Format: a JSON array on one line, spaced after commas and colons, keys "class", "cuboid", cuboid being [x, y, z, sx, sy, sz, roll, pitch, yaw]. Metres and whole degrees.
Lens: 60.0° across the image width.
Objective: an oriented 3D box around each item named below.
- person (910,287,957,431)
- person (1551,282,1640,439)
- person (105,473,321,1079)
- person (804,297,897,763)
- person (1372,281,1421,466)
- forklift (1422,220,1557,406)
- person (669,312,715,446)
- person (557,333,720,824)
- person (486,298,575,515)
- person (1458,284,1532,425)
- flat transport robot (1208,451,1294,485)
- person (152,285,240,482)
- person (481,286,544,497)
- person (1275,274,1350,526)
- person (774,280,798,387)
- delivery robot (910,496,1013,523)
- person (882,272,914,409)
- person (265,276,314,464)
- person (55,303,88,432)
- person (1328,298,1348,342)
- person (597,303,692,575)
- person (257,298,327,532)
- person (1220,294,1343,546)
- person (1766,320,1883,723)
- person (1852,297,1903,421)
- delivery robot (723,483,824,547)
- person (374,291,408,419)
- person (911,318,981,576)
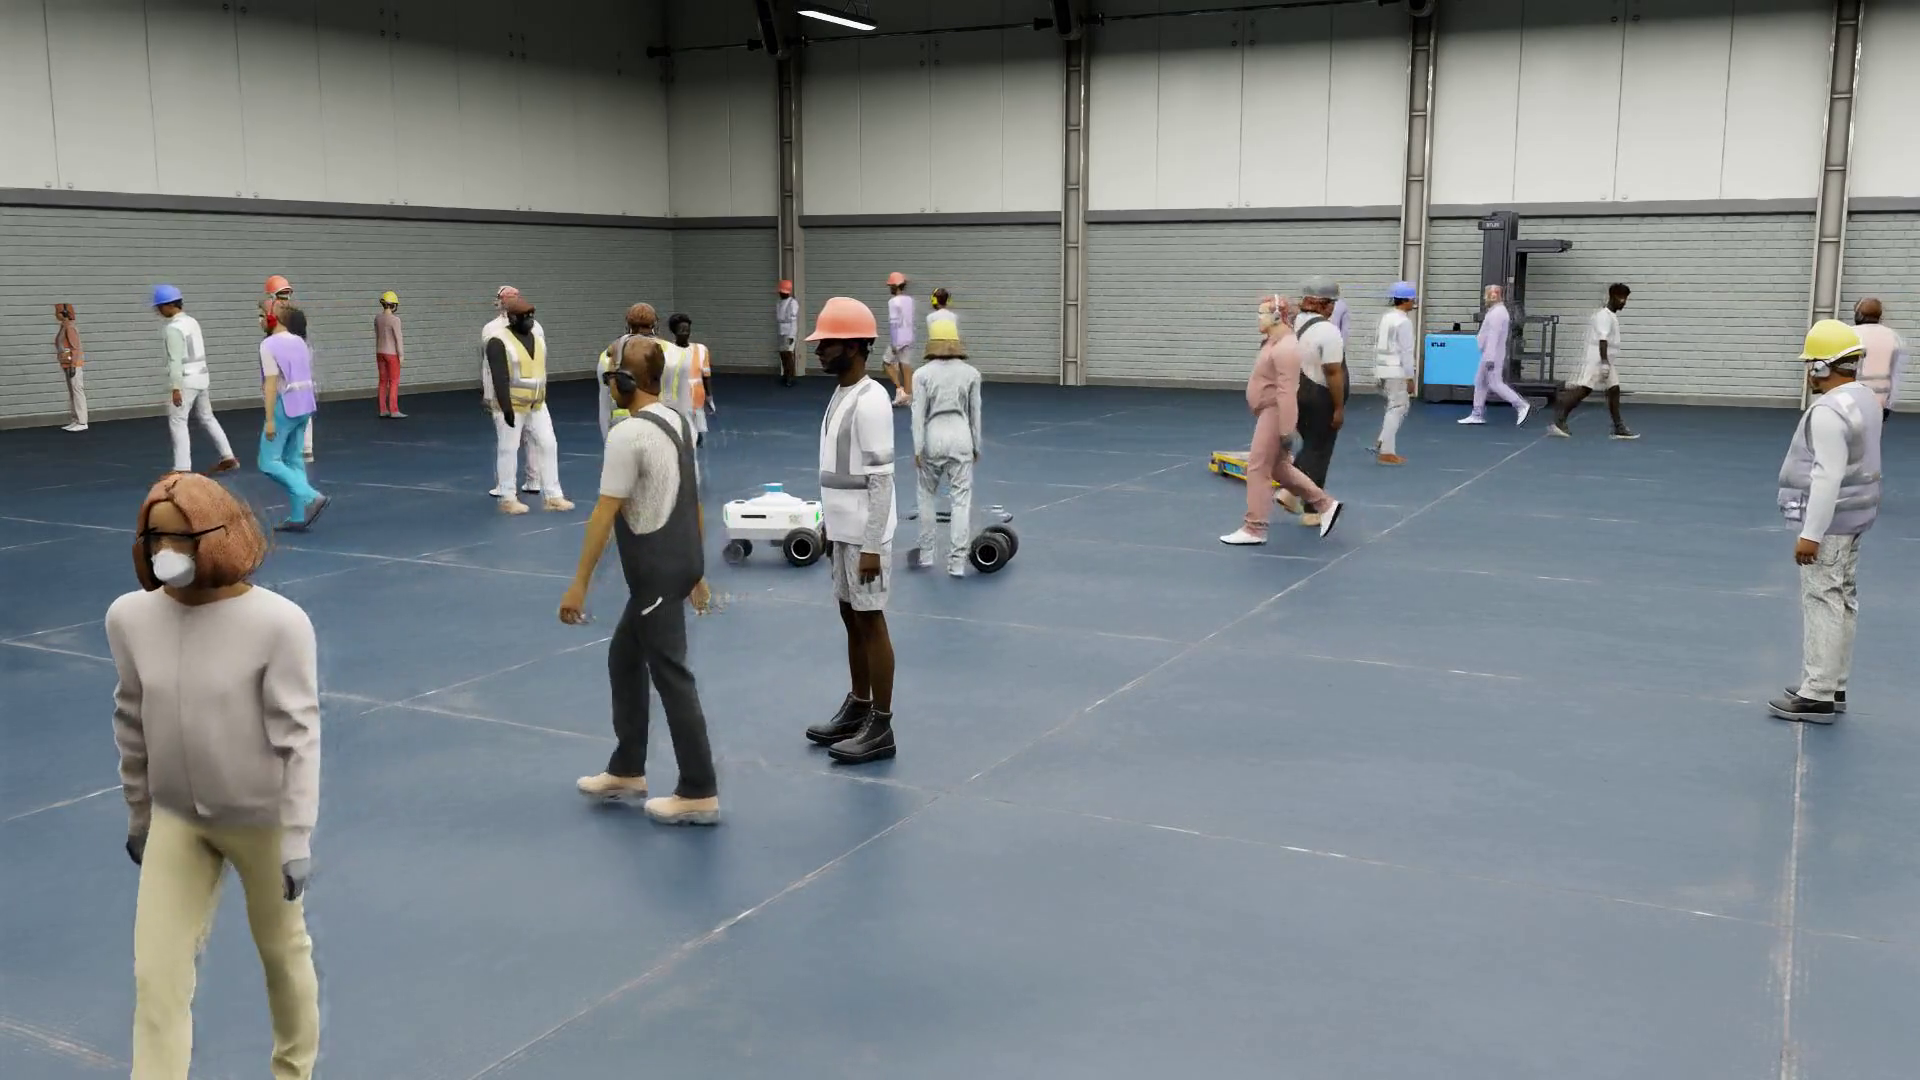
[{"class": "person", "cuboid": [-0.309, -2.234, 20.841, 0.527, 1.830, 0.885, -8, 12, -39]}, {"class": "person", "cuboid": [7.831, -2.207, 20.456, 1.018, 1.914, 0.646, 6, 11, 31]}, {"class": "person", "cuboid": [-1.673, 0.663, 3.643, 0.527, 1.597, 0.777, 1, 9, 6]}, {"class": "person", "cuboid": [-0.457, -0.044, 7.003, 0.373, 1.939, 0.545, -3, 10, -19]}, {"class": "person", "cuboid": [4.618, -1.750, 17.540, 0.439, 1.929, 0.639, -1, 9, -5]}, {"class": "forklift", "cuboid": [8.245, -3.527, 25.720, 1.873, 2.768, 1.129, 5, 10, 27]}, {"class": "person", "cuboid": [-2.578, -1.274, 15.413, 0.537, 1.671, 0.722, -7, 12, -37]}, {"class": "person", "cuboid": [-1.235, 0.150, 6.203, 0.774, 1.813, 0.538, 2, 9, 10]}, {"class": "person", "cuboid": [-3.611, -1.108, 13.943, 0.774, 1.815, 0.646, 6, 11, 31]}, {"class": "person", "cuboid": [7.137, -2.449, 22.063, 0.855, 1.873, 0.649, 3, 10, 18]}, {"class": "flat transport robot", "cuboid": [2.996, -0.724, 16.457, 0.652, 0.197, 1.431, -2, 9, -10]}, {"class": "person", "cuboid": [-7.562, -1.534, 16.315, 0.533, 1.915, 0.775, -1, 9, -4]}, {"class": "person", "cuboid": [-4.100, -1.355, 15.185, 0.407, 1.910, 0.639, 7, 12, 38]}, {"class": "person", "cuboid": [2.899, -1.122, 13.466, 0.538, 2.000, 0.700, -4, 10, -22]}, {"class": "person", "cuboid": [-3.116, -3.667, 29.516, 0.482, 1.885, 0.724, -8, 12, -41]}, {"class": "delivery robot", "cuboid": [0.010, -0.253, 11.582, 0.698, 0.223, 0.335, 1, 9, 11]}, {"class": "person", "cuboid": [-0.907, -2.977, 24.847, 0.449, 2.027, 0.615, 6, 11, 32]}, {"class": "person", "cuboid": [-7.156, -1.798, 17.652, 0.394, 1.990, 0.618, 2, 9, 12]}, {"class": "person", "cuboid": [-11.374, -2.211, 21.281, 0.315, 1.641, 0.515, -6, 11, -35]}, {"class": "person", "cuboid": [5.609, -3.021, 25.414, 0.644, 1.922, 0.465, -2, 9, -12]}, {"class": "person", "cuboid": [-2.134, -0.689, 11.327, 0.618, 1.836, 0.430, -1, 9, -4]}, {"class": "person", "cuboid": [-5.227, -0.962, 12.991, 0.483, 1.835, 0.568, 2, 9, 10]}, {"class": "person", "cuboid": [2.428, -0.898, 12.453, 0.831, 1.882, 0.639, 2, 9, 11]}, {"class": "person", "cuboid": [3.963, -0.089, 7.625, 0.404, 1.827, 0.588, 9, 13, 42]}, {"class": "person", "cuboid": [7.884, -1.206, 14.513, 0.640, 1.821, 0.584, -2, 9, -9]}, {"class": "delivery robot", "cuboid": [-1.311, -0.160, 11.816, 0.707, 0.478, 0.477, 1, 9, 6]}, {"class": "person", "cuboid": [-7.942, -2.580, 23.207, 0.517, 1.757, 0.336, 6, 11, 31]}, {"class": "person", "cuboid": [-0.108, -0.643, 11.366, 0.497, 1.720, 0.739, -2, 9, -10]}]
